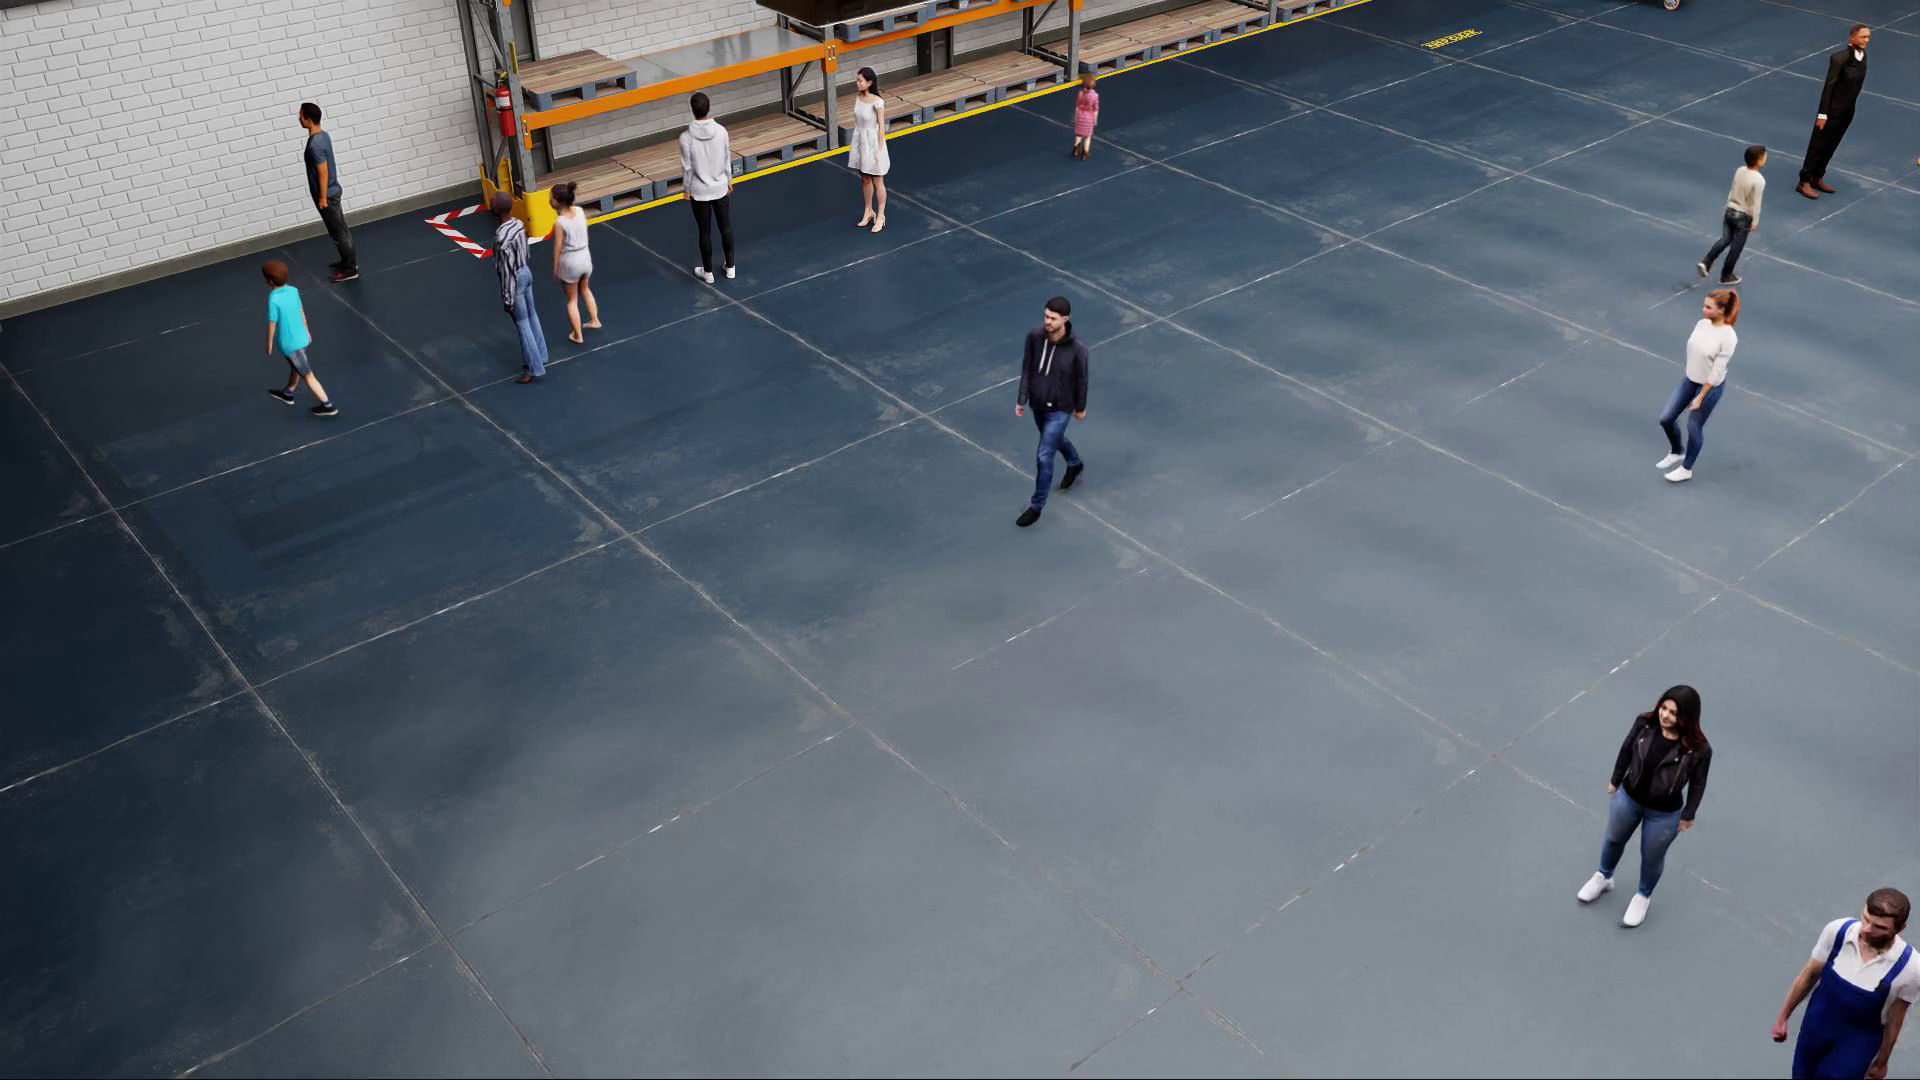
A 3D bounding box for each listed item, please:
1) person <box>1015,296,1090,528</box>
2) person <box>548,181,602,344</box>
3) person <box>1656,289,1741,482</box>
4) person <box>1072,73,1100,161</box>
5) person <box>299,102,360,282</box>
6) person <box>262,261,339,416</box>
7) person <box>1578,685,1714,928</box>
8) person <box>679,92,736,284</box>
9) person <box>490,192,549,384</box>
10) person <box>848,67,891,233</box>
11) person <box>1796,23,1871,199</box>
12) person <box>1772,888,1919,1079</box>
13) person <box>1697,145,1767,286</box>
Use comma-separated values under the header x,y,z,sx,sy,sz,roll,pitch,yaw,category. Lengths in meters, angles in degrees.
x,y,z,sx,sy,sz,roll,pitch,yaw,category
0.770,-1.084,13.014,0.838,1.849,1.285,24,40,31,person
-3.565,-2.545,15.441,0.769,1.596,0.635,24,41,32,person
6.022,-1.230,13.356,0.716,1.713,0.699,-10,35,-14,person
1.480,-5.003,19.667,0.536,1.011,0.589,10,35,15,person
-6.343,-3.499,16.682,0.701,1.810,0.731,-8,34,-11,person
-5.695,-1.706,14.345,0.930,1.412,0.950,8,34,12,person
3.886,1.473,9.362,0.566,1.634,0.655,-28,43,-36,person
-2.501,-3.518,16.602,0.616,1.931,0.786,-16,37,-23,person
-3.943,-2.253,14.822,0.754,1.794,0.693,3,34,4,person
-0.964,-4.151,17.696,0.629,1.773,0.646,-27,42,-34,person
9.775,-4.806,18.564,0.607,1.905,0.781,-18,38,-25,person
4.249,2.305,7.932,0.678,1.832,0.650,-23,40,-30,person
7.709,-3.220,16.587,0.801,1.451,0.689,-12,35,-17,person
